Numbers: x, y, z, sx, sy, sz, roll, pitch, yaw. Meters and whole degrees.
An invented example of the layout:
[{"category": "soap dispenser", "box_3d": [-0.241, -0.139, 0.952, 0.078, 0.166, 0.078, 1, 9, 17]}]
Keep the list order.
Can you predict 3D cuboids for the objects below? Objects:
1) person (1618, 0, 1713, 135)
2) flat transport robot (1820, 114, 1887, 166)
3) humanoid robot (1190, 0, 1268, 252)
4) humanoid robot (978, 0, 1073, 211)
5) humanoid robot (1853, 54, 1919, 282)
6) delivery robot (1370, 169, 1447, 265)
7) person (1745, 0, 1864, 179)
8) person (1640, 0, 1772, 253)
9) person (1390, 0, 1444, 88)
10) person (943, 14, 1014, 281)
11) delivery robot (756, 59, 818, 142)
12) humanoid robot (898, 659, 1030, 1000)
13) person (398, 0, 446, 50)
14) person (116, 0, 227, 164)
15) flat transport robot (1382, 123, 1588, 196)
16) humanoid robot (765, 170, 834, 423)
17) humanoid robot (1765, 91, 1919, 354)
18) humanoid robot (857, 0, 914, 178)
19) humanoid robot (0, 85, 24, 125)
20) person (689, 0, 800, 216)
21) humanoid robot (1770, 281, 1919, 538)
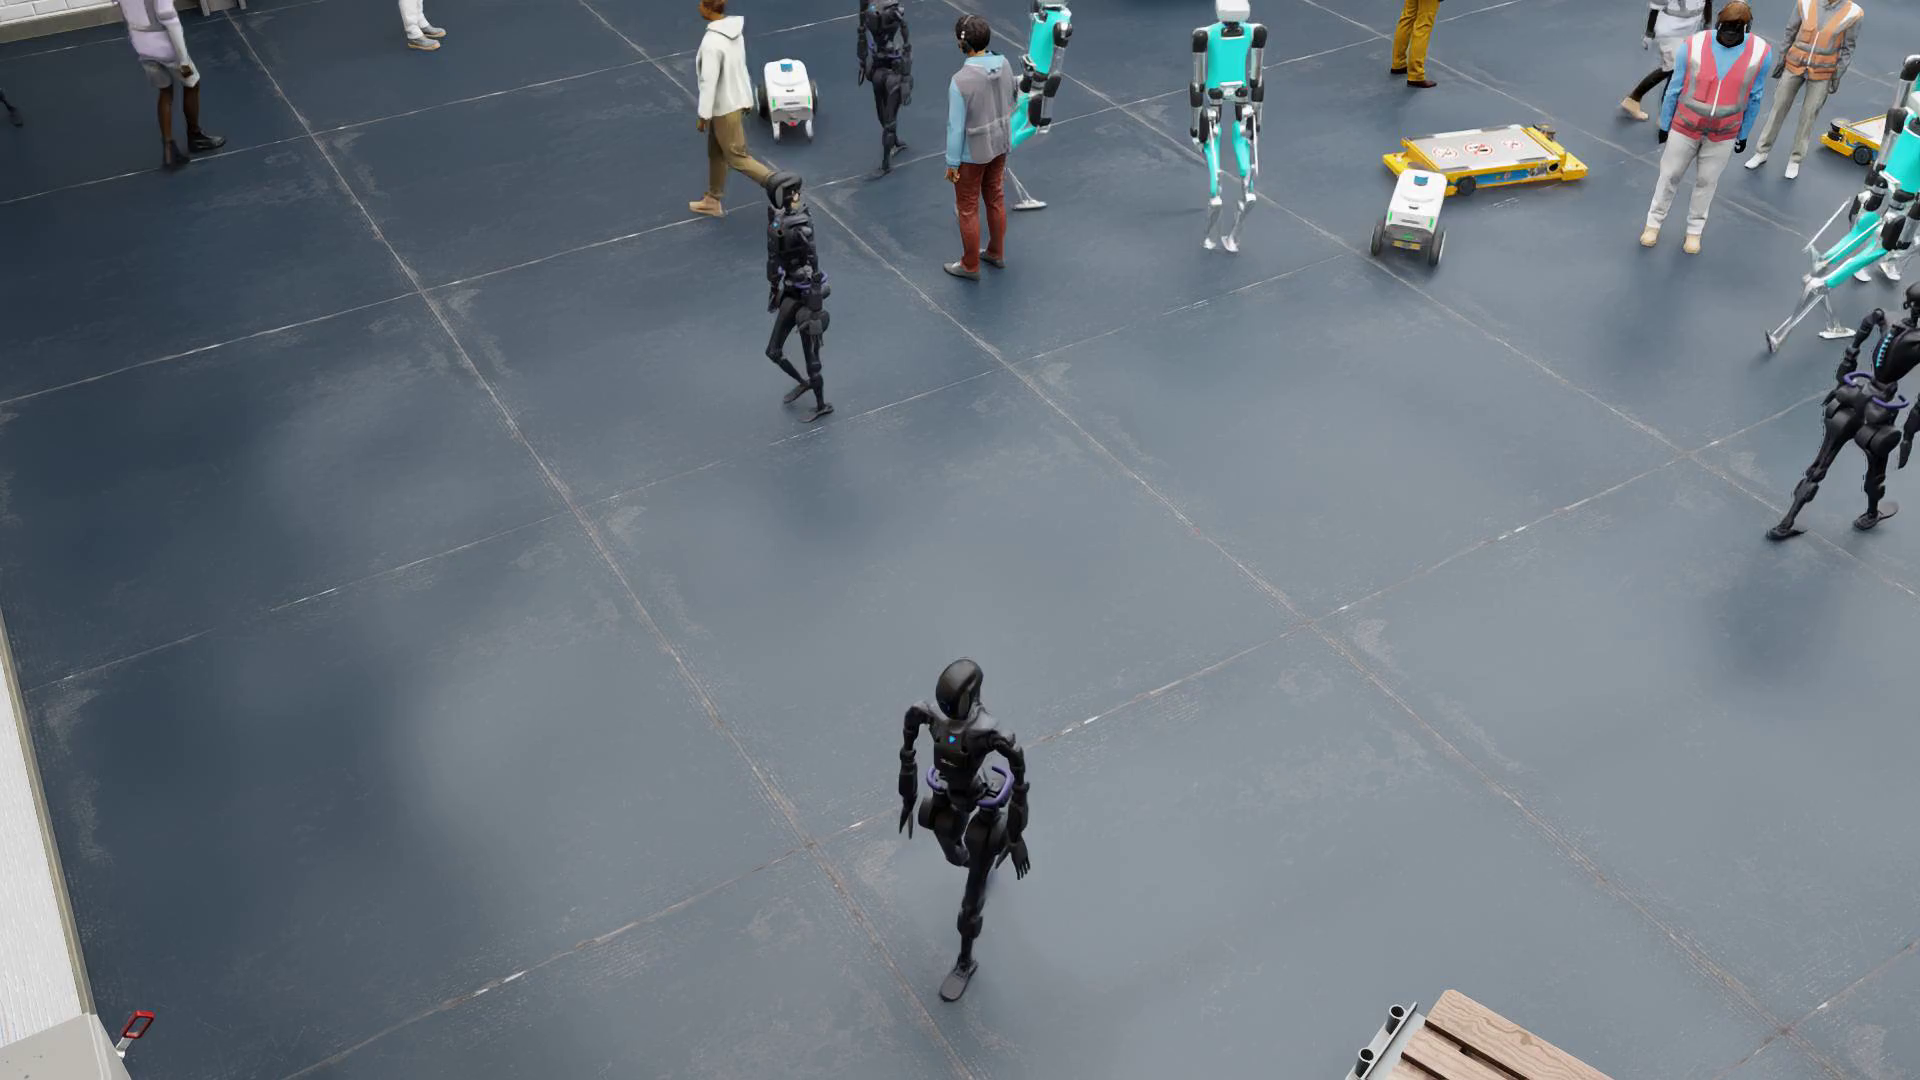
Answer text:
[{"category": "person", "box_3d": [5.717, -4.081, 13.318, 0.534, 1.655, 0.609, -25, 45, -28]}, {"category": "flat transport robot", "box_3d": [7.583, -2.990, 13.064, 0.659, 0.231, 1.431, -18, 42, -21]}, {"category": "humanoid robot", "box_3d": [1.909, -2.824, 11.677, 0.531, 1.766, 0.806, -5, 39, -7]}, {"category": "humanoid robot", "box_3d": [0.326, -3.101, 12.072, 0.927, 1.821, 0.547, -11, 40, -13]}, {"category": "humanoid robot", "box_3d": [6.511, -2.514, 11.238, 0.530, 1.736, 0.704, 5, 39, 7]}, {"category": "delivery robot", "box_3d": [3.300, -2.382, 12.063, 0.499, 0.589, 0.784, 13, 40, 15]}, {"category": "person", "box_3d": [6.484, -3.575, 12.696, 0.514, 1.641, 0.313, 26, 45, 29]}, {"category": "person", "box_3d": [5.233, -2.895, 11.692, 0.628, 1.836, 0.431, 13, 40, 15]}, {"category": "person", "box_3d": [3.956, -4.725, 14.057, 0.342, 1.755, 0.522, -10, 39, -12]}, {"category": "person", "box_3d": [0.136, -2.646, 11.342, 0.542, 1.870, 0.418, -31, 48, -33]}, {"category": "delivery robot", "box_3d": [-1.413, -3.654, 13.684, 0.499, 0.610, 0.814, -6, 39, -8]}, {"category": "humanoid robot", "box_3d": [0.044, 1.088, 6.825, 0.604, 1.641, 0.755, 16, 41, 20]}, {"category": "person", "box_3d": [-4.907, -5.315, 14.701, 0.357, 1.881, 0.573, 0, 38, 0]}, {"category": "person", "box_3d": [-6.132, -3.799, 12.774, 0.575, 1.878, 0.615, 12, 40, 14]}, {"category": "flat transport robot", "box_3d": [4.122, -2.980, 13.052, 1.431, 0.231, 0.659, -9, 39, -11]}, {"category": "humanoid robot", "box_3d": [-0.970, -1.439, 9.977, 0.343, 1.648, 0.609, -24, 44, -27]}, {"category": "humanoid robot", "box_3d": [5.653, -1.972, 10.635, 0.877, 1.823, 0.551, -8, 39, -10]}, {"category": "humanoid robot", "box_3d": [-0.544, -3.620, 12.764, 0.589, 1.655, 0.515, 30, 47, 33]}, {"category": "humanoid robot", "box_3d": [-8.049, -4.071, 13.297, 0.589, 1.638, 0.413, -3, 39, -4]}, {"category": "person", "box_3d": [-1.615, -3.110, 12.038, 0.864, 1.726, 0.537, 9, 39, 11]}, {"category": "humanoid robot", "box_3d": [4.989, -0.721, 9.104, 0.781, 1.630, 0.600, -15, 41, -18]}]
